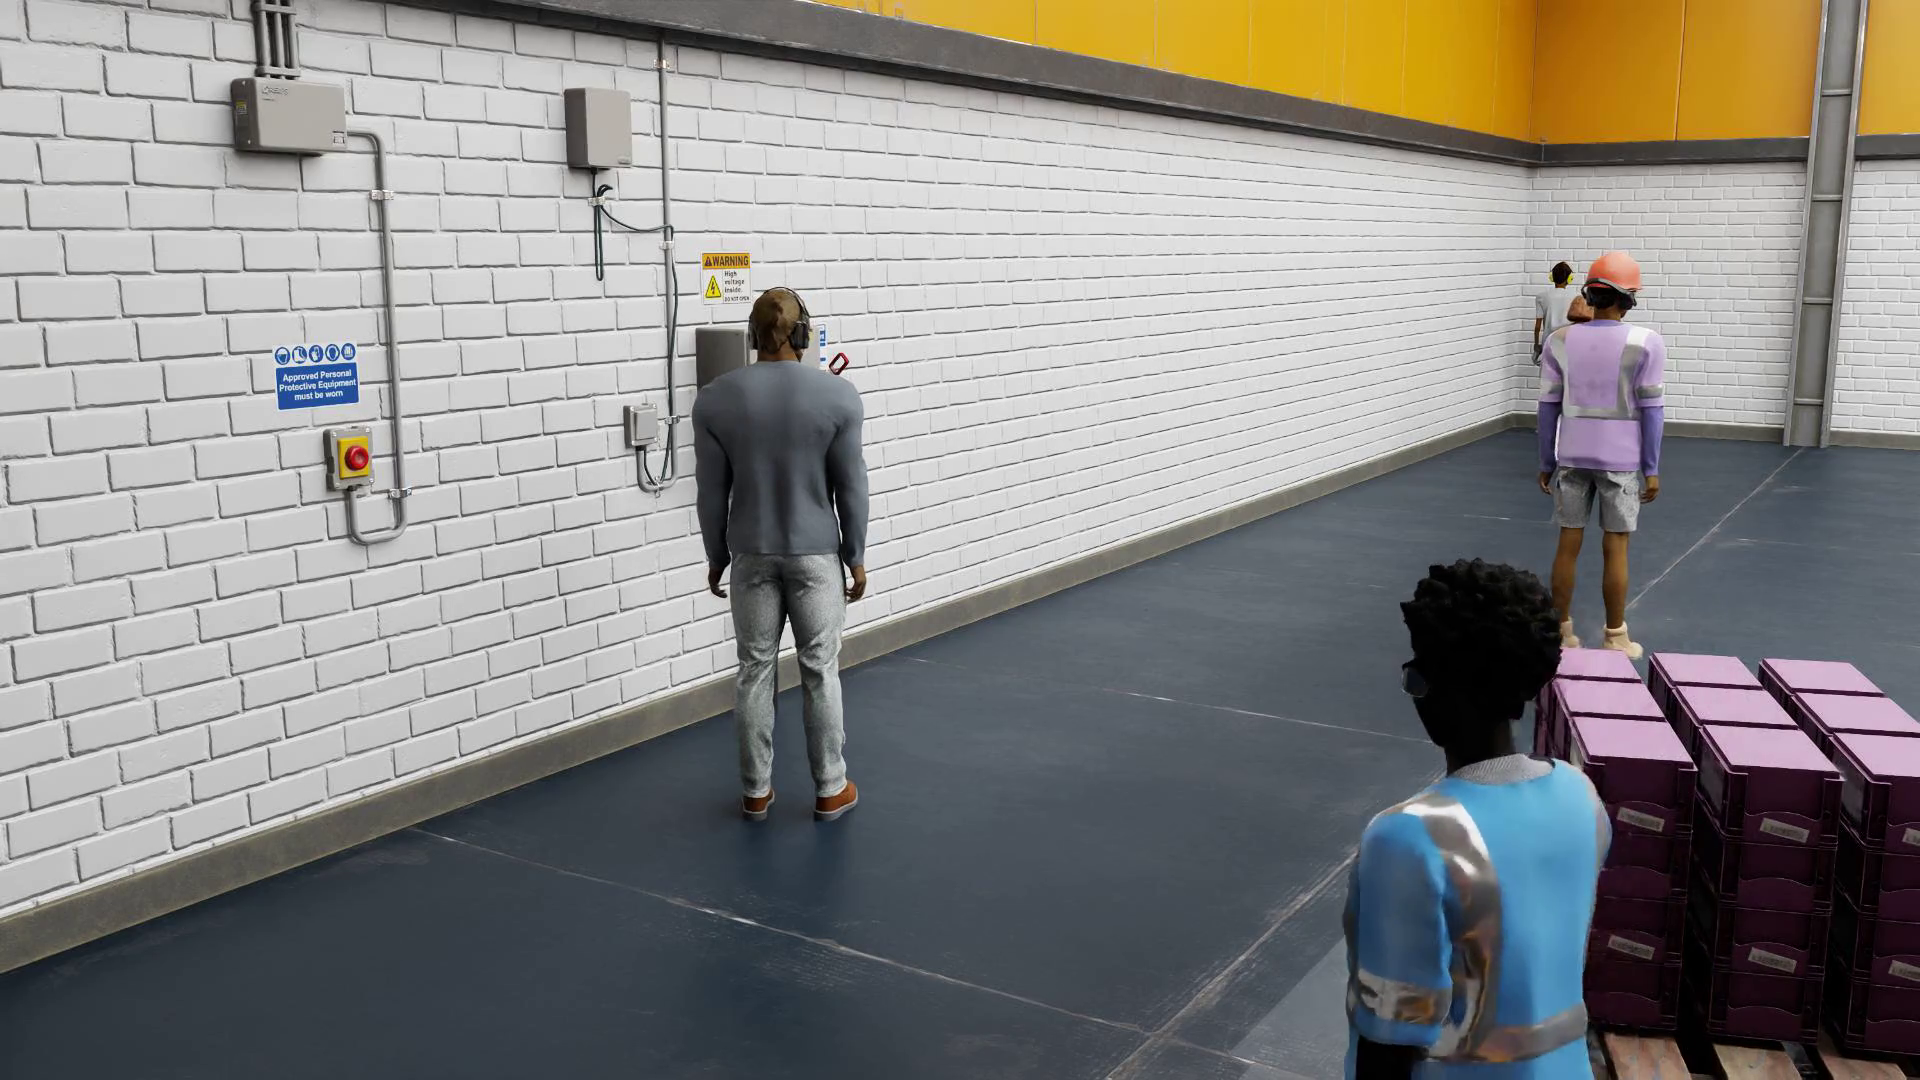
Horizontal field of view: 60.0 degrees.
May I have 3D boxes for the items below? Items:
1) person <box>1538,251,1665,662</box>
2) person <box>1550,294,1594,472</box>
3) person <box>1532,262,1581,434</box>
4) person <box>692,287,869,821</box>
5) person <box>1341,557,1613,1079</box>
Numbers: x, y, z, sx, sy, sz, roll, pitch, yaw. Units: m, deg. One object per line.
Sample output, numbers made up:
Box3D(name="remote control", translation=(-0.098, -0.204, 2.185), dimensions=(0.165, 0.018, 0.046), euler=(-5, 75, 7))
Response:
Box3D(name="person", translation=(3.188, -0.402, 8.287), dimensions=(0.605, 2.045, 0.388), euler=(9, 14, 42))
Box3D(name="person", translation=(5.470, -1.360, 14.764), dimensions=(0.500, 1.625, 0.347), euler=(6, 12, 31))
Box3D(name="person", translation=(6.429, -2.048, 17.892), dimensions=(0.507, 1.872, 0.329), euler=(5, 11, 24))
Box3D(name="person", translation=(-0.634, 0.066, 6.004), dimensions=(0.627, 1.934, 0.370), euler=(1, 10, 5))
Box3D(name="person", translation=(0.660, 0.851, 2.410), dimensions=(0.552, 1.662, 0.626), euler=(-8, 13, -37))
